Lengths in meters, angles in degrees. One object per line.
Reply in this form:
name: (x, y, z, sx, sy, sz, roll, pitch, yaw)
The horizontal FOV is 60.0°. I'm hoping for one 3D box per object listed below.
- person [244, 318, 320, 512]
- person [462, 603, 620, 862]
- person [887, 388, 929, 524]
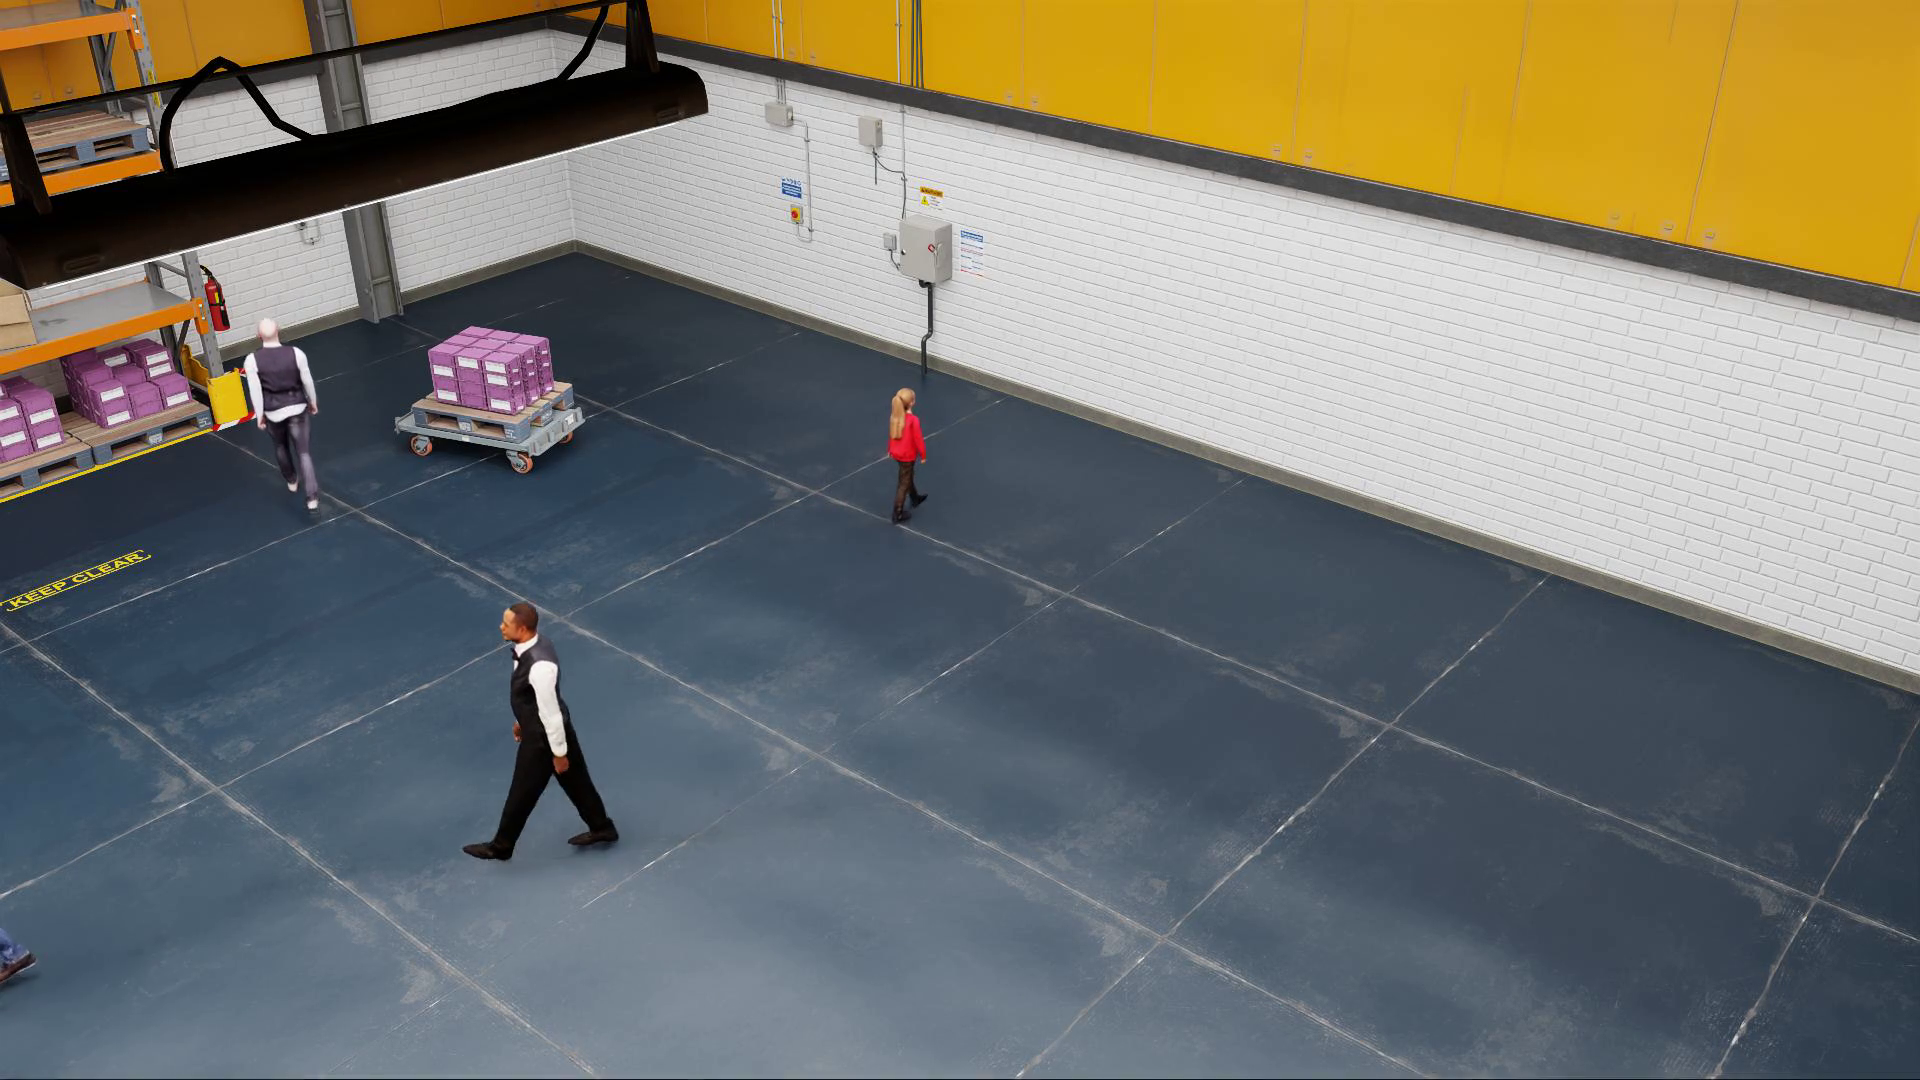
person: (-6.055, -1.078, 14.998, 1.279, 1.780, 1.121, -12, 31, -21)
person: (-2.550, 1.238, 10.659, 1.330, 1.868, 1.164, -7, 29, -13)
person: (-0.534, -0.744, 14.921, 0.764, 1.266, 0.546, -25, 38, -38)
